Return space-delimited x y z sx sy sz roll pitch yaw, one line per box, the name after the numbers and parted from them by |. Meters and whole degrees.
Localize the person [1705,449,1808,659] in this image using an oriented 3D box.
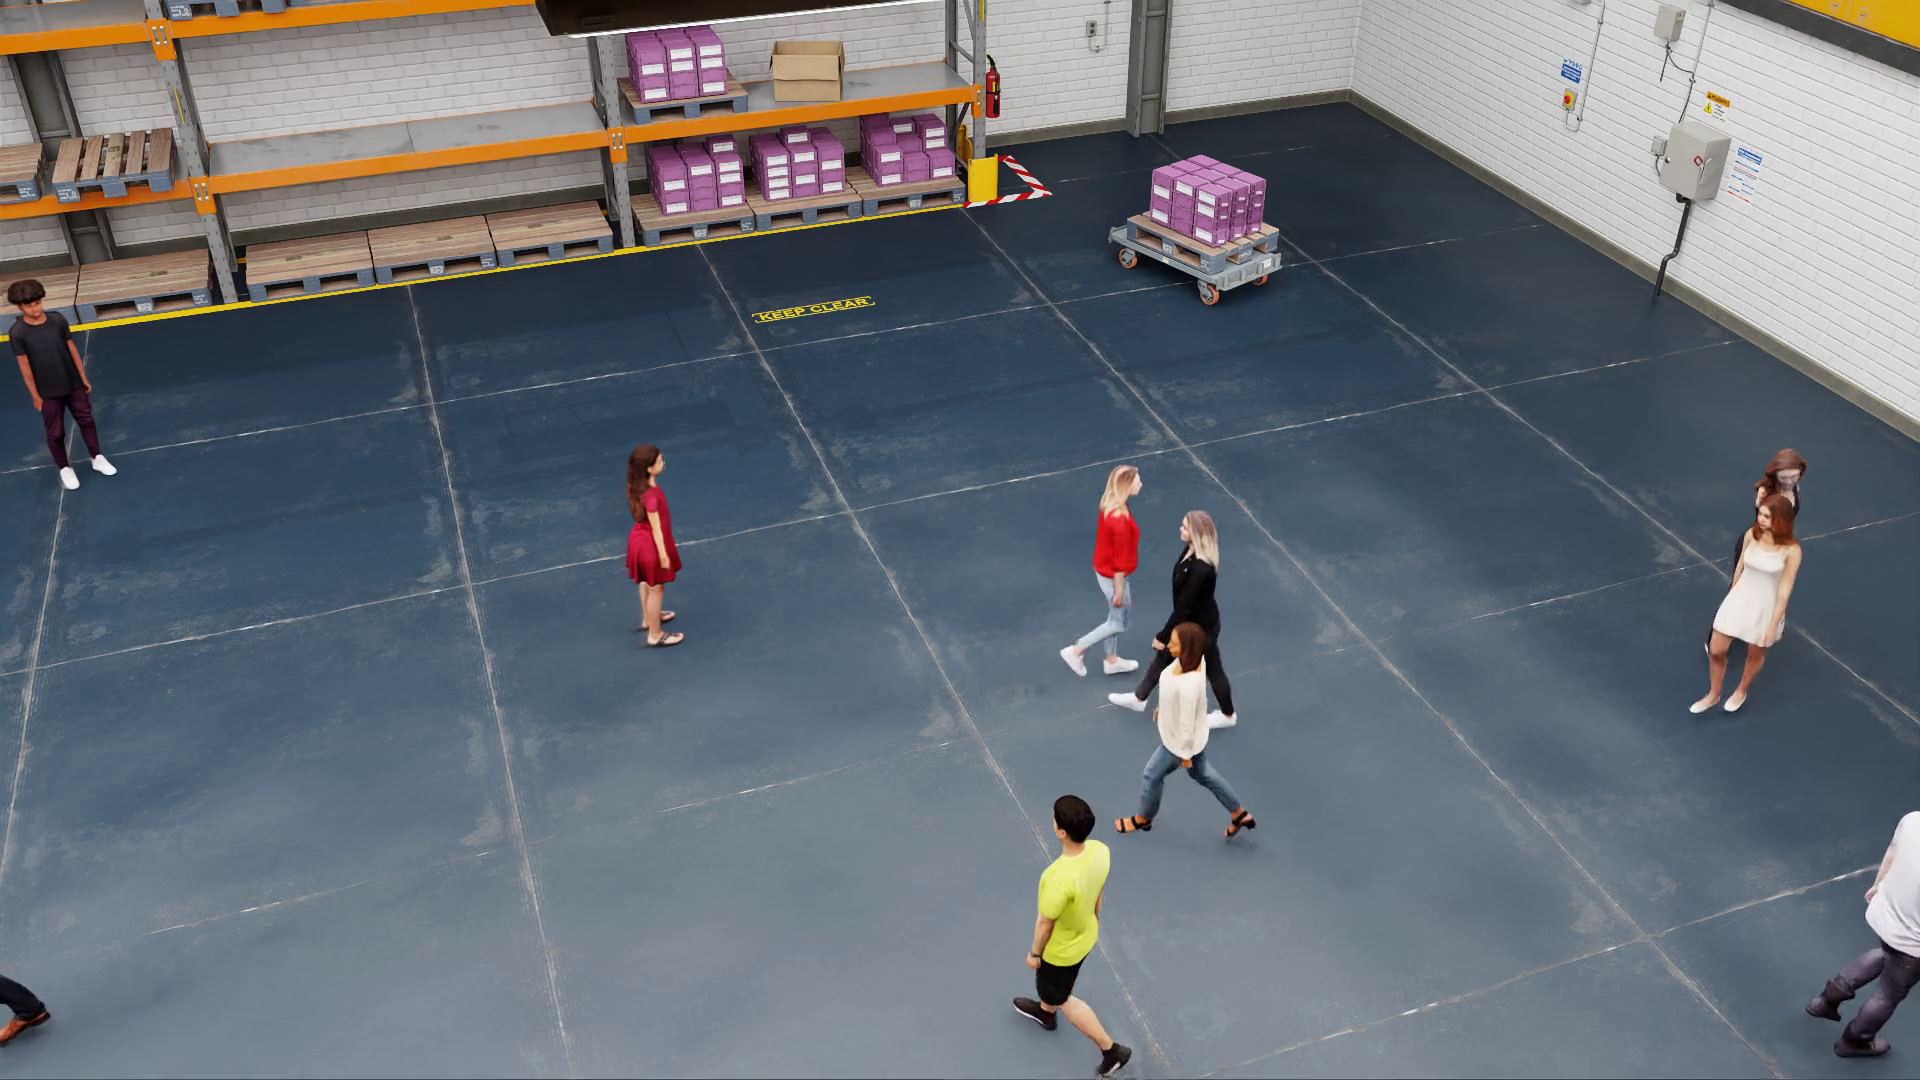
5.475 0.045 11.435 0.858 1.725 0.659 20 38 27 | person

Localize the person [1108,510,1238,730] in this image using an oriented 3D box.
1.631 0.565 10.725 1.171 1.645 0.881 -1 34 -1 | person

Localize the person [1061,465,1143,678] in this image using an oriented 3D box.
0.960 0.244 11.164 0.847 1.693 0.690 -7 34 -10 | person

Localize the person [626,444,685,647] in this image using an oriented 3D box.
-2.165 0.023 11.626 0.601 1.550 0.547 -13 36 -19 | person

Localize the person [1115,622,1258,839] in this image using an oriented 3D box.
1.412 1.166 9.825 1.169 1.641 0.995 9 35 13 | person

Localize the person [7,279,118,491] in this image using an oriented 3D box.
-7.275 -1.284 13.389 0.764 1.776 0.658 25 41 33 | person

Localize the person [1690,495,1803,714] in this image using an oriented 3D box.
5.275 0.407 10.924 0.816 1.687 0.714 -27 42 -34 | person

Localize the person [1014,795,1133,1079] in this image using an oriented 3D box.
0.608 2.040 8.472 1.052 1.684 1.038 19 38 26 | person

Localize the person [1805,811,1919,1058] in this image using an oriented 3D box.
4.719 1.970 8.451 0.798 1.822 0.773 -2 34 -3 | person
